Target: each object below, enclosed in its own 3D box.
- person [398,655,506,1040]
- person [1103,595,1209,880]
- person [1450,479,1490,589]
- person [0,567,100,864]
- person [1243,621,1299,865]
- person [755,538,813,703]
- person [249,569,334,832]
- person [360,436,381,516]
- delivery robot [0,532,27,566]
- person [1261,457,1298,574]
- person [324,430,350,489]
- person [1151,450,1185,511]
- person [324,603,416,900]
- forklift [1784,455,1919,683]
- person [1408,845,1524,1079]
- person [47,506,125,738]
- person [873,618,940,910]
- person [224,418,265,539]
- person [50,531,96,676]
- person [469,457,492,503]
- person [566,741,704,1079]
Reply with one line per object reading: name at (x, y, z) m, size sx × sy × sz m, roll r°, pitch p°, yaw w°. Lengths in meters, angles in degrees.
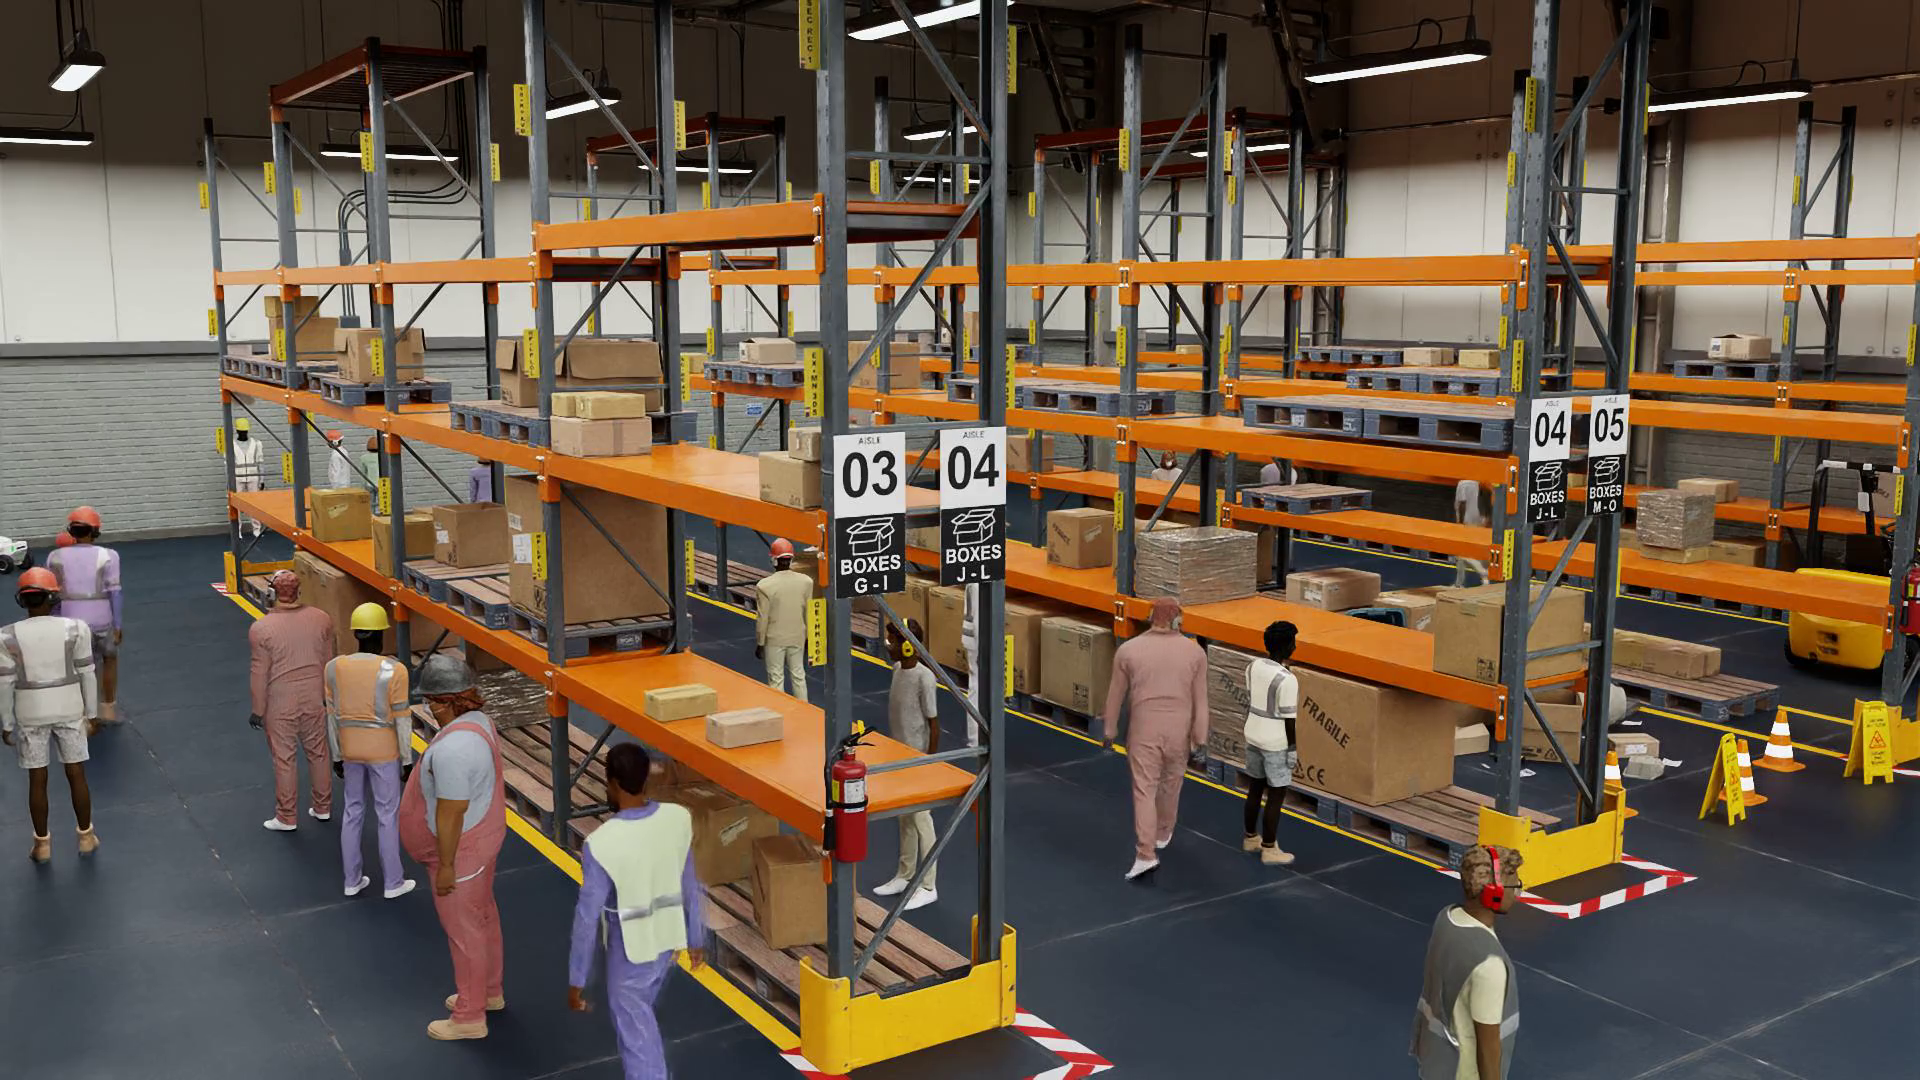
person at (-2.676, 1.589, 8.782) m, size 0.536 × 2.000 × 0.683 m, roll -1°, pitch 9°, yaw -5°
person at (1.339, 1.314, 11.325) m, size 0.688 × 1.855 × 1.043 m, roll 0°, pitch 9°, yaw 1°
person at (6.554, -0.199, 21.361) m, size 0.643 × 1.844 × 0.516 m, roll 7°, pitch 11°, yaw 38°
person at (-6.254, 1.197, 11.417) m, size 0.605 × 2.035 × 0.392 m, roll -5°, pitch 10°, yaw -29°
person at (2.131, 1.380, 11.356) m, size 0.320 × 1.686 × 0.539 m, roll -4°, pitch 9°, yaw -22°
person at (-1.558, 0.852, 14.639) m, size 0.573 × 1.750 × 0.331 m, roll -6°, pitch 10°, yaw -35°
person at (-4.865, 1.159, 12.088) m, size 0.407 × 1.910 × 0.638 m, roll 6°, pitch 11°, yaw 37°
person at (-9.189, -0.818, 26.192) m, size 0.501 × 1.629 × 0.285 m, roll 1°, pitch 9°, yaw 9°
delivery robot at (-13.375, 0.128, 23.122) m, size 0.707 × 0.478 × 0.477 m, roll 1°, pitch 9°, yaw 8°
person at (4.429, -0.442, 23.037) m, size 0.606 × 1.819 × 0.405 m, roll 8°, pitch 12°, yaw 44°
person at (-9.760, -0.863, 26.099) m, size 0.349 × 1.743 × 0.563 m, roll -1°, pitch 9°, yaw -7°
person at (2.984, -0.479, 23.901) m, size 0.507 × 1.632 × 0.264 m, roll -1°, pitch 9°, yaw -4°
person at (-3.795, 1.358, 10.749) m, size 0.583 × 1.918 × 0.407 m, roll 2°, pitch 9°, yaw 11°
forklift at (9.643, 0.253, 17.172) m, size 2.313 × 2.155 × 1.214 m, roll -6°, pitch 10°, yaw -33°
person at (1.926, 2.056, 6.373) m, size 0.381 × 1.835 × 0.561 m, roll 0°, pitch 9°, yaw 1°
person at (-7.698, 0.708, 14.703) m, size 0.627 × 2.015 × 0.674 m, roll -2°, pitch 9°, yaw -12°
person at (-0.321, 1.410, 10.569) m, size 0.335 × 1.864 × 0.521 m, roll -5°, pitch 10°, yaw -30°
person at (-11.274, -0.970, 26.244) m, size 0.587 × 1.918 × 0.397 m, roll -6°, pitch 10°, yaw -34°
person at (-8.043, 0.785, 15.159) m, size 0.565 × 1.735 × 0.523 m, roll -8°, pitch 12°, yaw -43°
person at (-6.855, -0.519, 24.162) m, size 0.499 × 1.634 × 0.285 m, roll -1°, pitch 9°, yaw -4°
person at (-1.462, 1.856, 7.477) m, size 0.474 × 1.893 × 0.718 m, roll 6°, pitch 11°, yaw 36°
